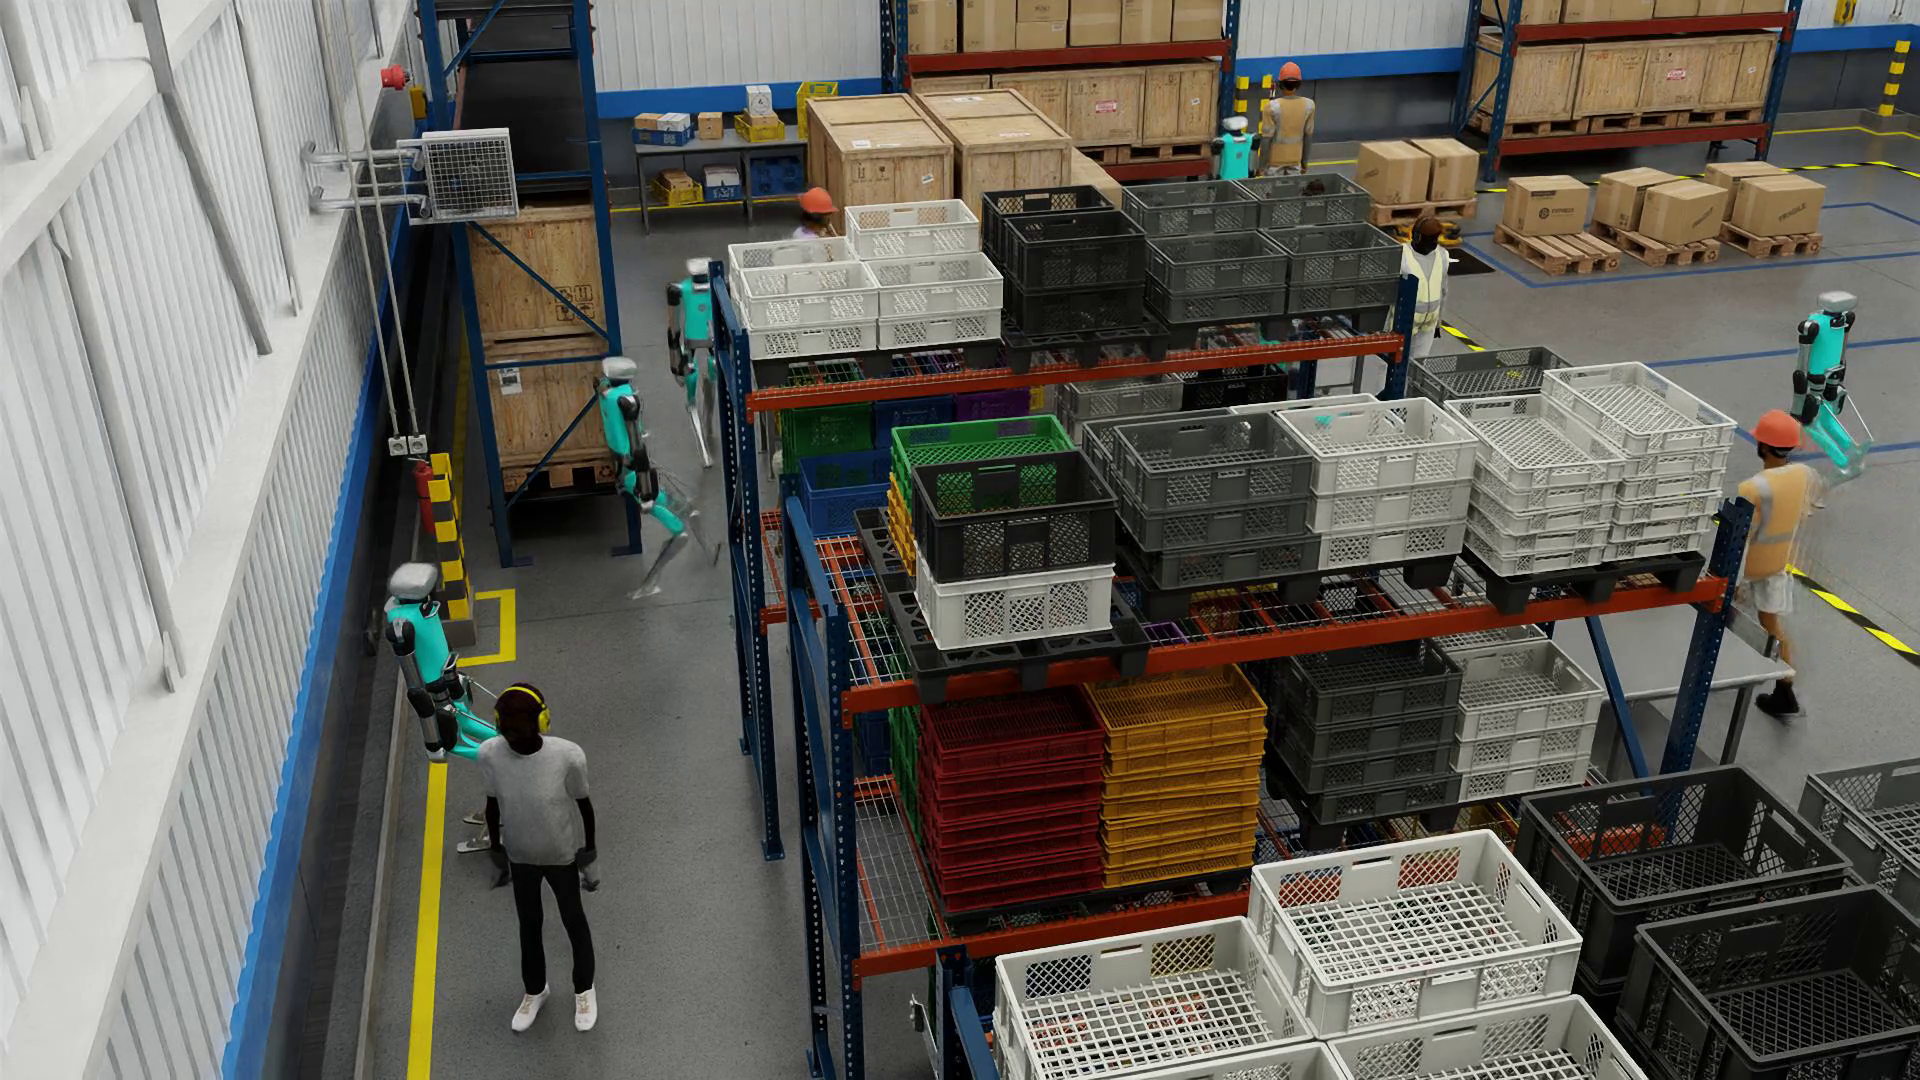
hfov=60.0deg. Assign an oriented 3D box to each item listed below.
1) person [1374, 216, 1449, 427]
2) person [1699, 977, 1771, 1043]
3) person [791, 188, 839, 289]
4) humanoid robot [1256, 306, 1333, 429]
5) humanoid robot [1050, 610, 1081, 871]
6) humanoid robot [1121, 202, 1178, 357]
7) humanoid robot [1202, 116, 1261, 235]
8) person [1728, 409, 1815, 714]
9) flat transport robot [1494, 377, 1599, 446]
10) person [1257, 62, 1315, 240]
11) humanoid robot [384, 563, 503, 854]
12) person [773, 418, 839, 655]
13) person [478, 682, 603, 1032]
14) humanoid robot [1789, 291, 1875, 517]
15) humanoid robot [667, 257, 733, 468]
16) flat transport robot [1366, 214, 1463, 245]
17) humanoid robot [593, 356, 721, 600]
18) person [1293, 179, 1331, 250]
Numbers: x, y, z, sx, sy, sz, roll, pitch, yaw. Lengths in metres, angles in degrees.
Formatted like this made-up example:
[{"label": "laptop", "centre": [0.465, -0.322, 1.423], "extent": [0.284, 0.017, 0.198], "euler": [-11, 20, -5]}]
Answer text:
[{"label": "person", "centre": [3.738, -1.787, 13.763], "extent": [0.622, 1.837, 0.429], "euler": [-9, 29, -17]}, {"label": "person", "centre": [2.981, 2.051, 6.506], "extent": [0.959, 1.810, 0.546], "euler": [-7, 29, -13]}, {"label": "person", "centre": [-1.134, -1.953, 13.910], "extent": [1.051, 1.987, 0.614], "euler": [-7, 29, -14]}, {"label": "humanoid robot", "centre": [2.603, -1.093, 12.608], "extent": [1.030, 1.776, 0.544], "euler": [-10, 29, -19]}, {"label": "humanoid robot", "centre": [0.554, 1.058, 8.526], "extent": [0.335, 1.643, 0.609], "euler": [-2, 28, -4]}, {"label": "humanoid robot", "centre": [1.695, -2.213, 14.747], "extent": [0.618, 1.633, 0.615], "euler": [-12, 30, -22]}, {"label": "humanoid robot", "centre": [2.690, -3.555, 17.276], "extent": [0.556, 1.838, 0.884], "euler": [-8, 29, -15]}, {"label": "person", "centre": [4.859, 0.123, 10.080], "extent": [0.562, 1.897, 0.985], "euler": [-9, 29, -16]}, {"label": "flat transport robot", "centre": [4.780, -1.036, 14.013], "extent": [0.659, 0.231, 1.431], "euler": [-6, 28, -12]}, {"label": "person", "centre": [3.480, -4.114, 17.952], "extent": [0.614, 2.040, 0.370], "euler": [-8, 29, -15]}, {"label": "humanoid robot", "centre": [-2.511, 0.881, 8.659], "extent": [0.735, 1.674, 0.533], "euler": [-1, 28, -1]}, {"label": "person", "centre": [-0.939, -0.069, 10.491], "extent": [0.505, 1.841, 0.347], "euler": [-17, 32, -29]}, {"label": "person", "centre": [-1.895, 1.453, 7.572], "extent": [0.517, 1.873, 0.336], "euler": [2, 28, 3]}, {"label": "humanoid robot", "centre": [6.402, -0.942, 12.120], "extent": [0.533, 1.673, 0.735], "euler": [-16, 32, -27]}, {"label": "humanoid robot", "centre": [-2.093, -1.506, 13.346], "extent": [0.556, 1.782, 0.955], "euler": [-8, 29, -14]}, {"label": "flat transport robot", "centre": [5.091, -3.645, 18.933], "extent": [0.652, 0.197, 1.431], "euler": [-6, 28, -12]}, {"label": "humanoid robot", "centre": [-1.968, -0.468, 11.387], "extent": [0.921, 1.789, 0.554], "euler": [-17, 32, -30]}, {"label": "person", "centre": [2.965, -2.229, 14.550], "extent": [0.897, 1.876, 0.570], "euler": [-2, 28, -4]}]
